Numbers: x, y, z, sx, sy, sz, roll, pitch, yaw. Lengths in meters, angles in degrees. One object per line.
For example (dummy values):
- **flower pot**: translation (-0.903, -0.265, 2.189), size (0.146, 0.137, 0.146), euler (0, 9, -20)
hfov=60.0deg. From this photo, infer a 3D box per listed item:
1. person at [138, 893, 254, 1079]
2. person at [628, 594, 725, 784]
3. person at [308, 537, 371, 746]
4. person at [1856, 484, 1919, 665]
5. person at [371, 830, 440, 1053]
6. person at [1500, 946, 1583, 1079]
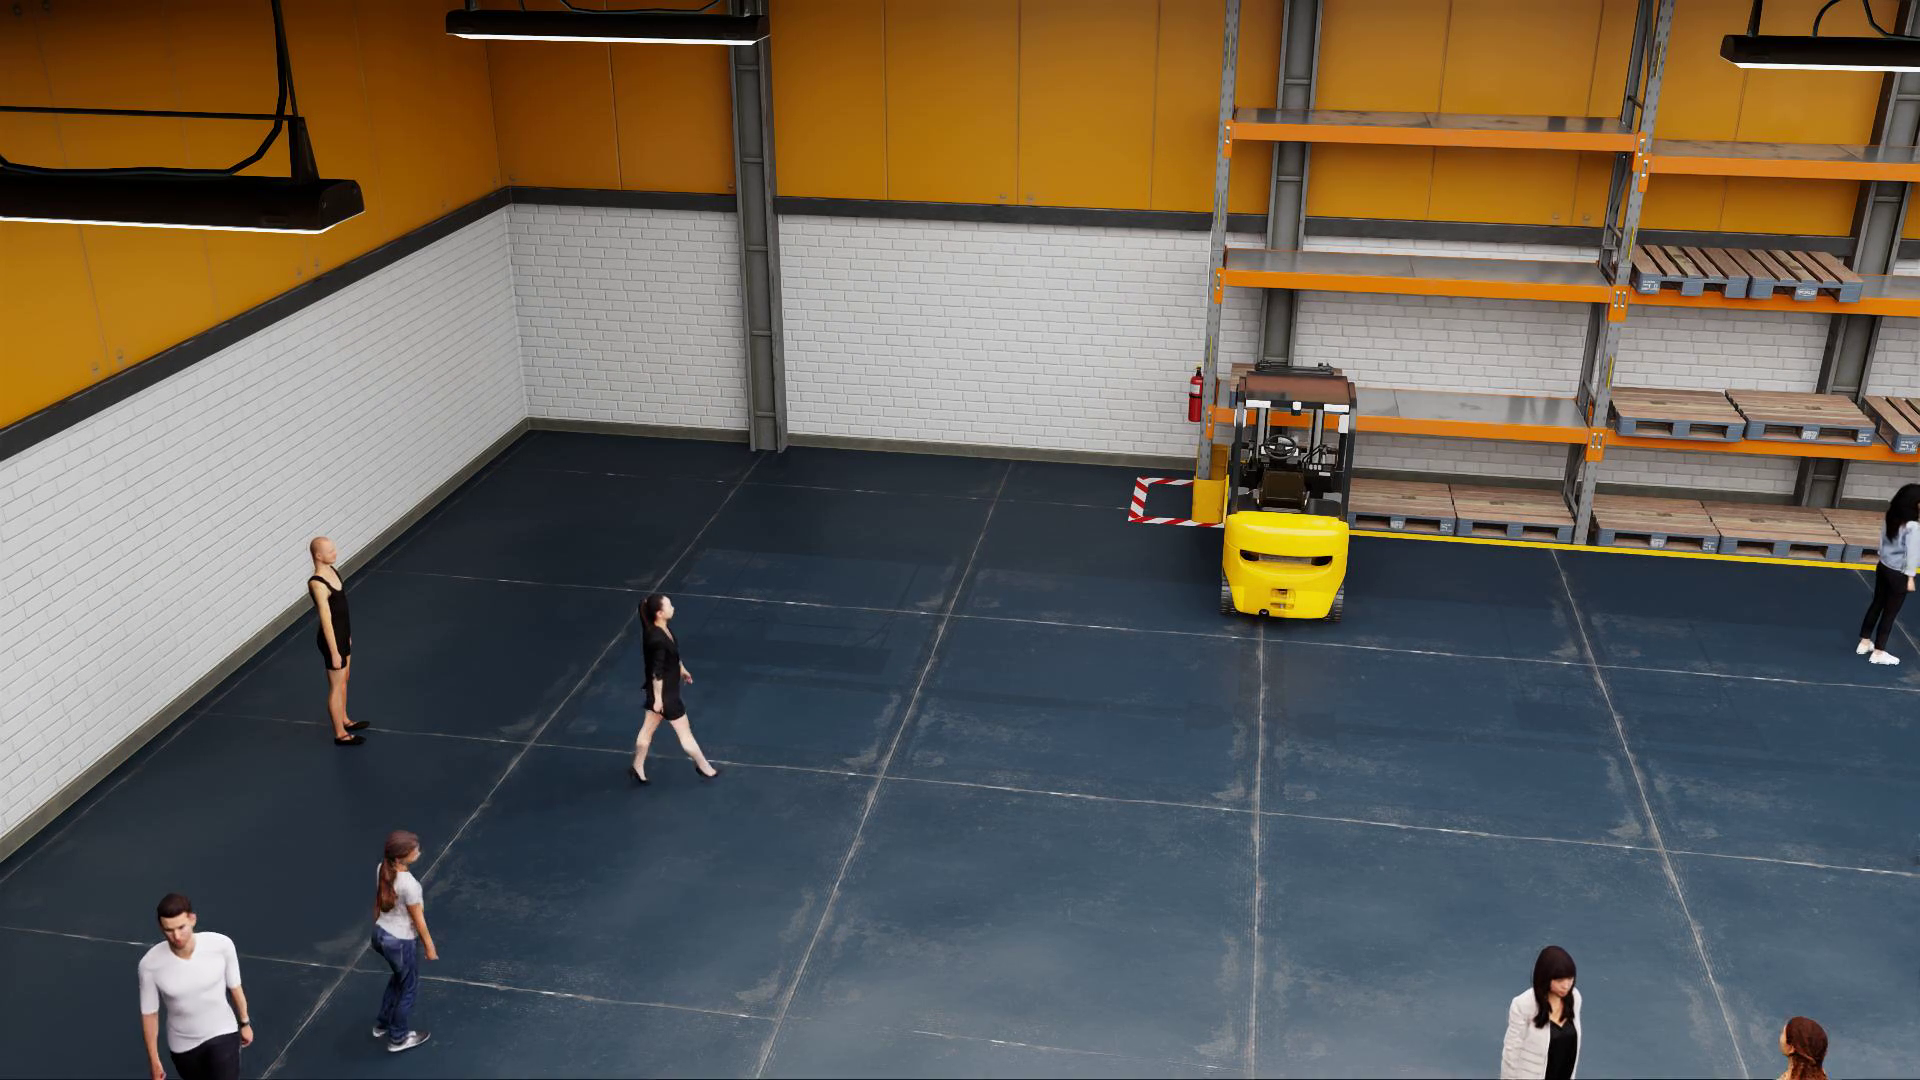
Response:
- **person**: translation (-4.231, 2.724, 9.277), size (1.260, 1.820, 1.182), euler (-9, 25, -20)
- **person**: translation (-2.411, 1.204, 12.960), size (1.067, 1.658, 0.850), euler (-6, 24, -13)
- **person**: translation (-5.145, 0.811, 13.662), size (0.634, 1.815, 0.712), euler (-4, 24, -10)
- **person**: translation (8.407, 0.292, 14.980), size (0.622, 1.709, 0.654), euler (-1, 24, -3)
- **person**: translation (-3.488, 2.472, 10.218), size (0.689, 1.530, 0.773), euler (12, 27, 26)
- **person**: translation (3.153, 2.902, 9.100), size (0.658, 1.636, 0.769), euler (-9, 25, -19)
